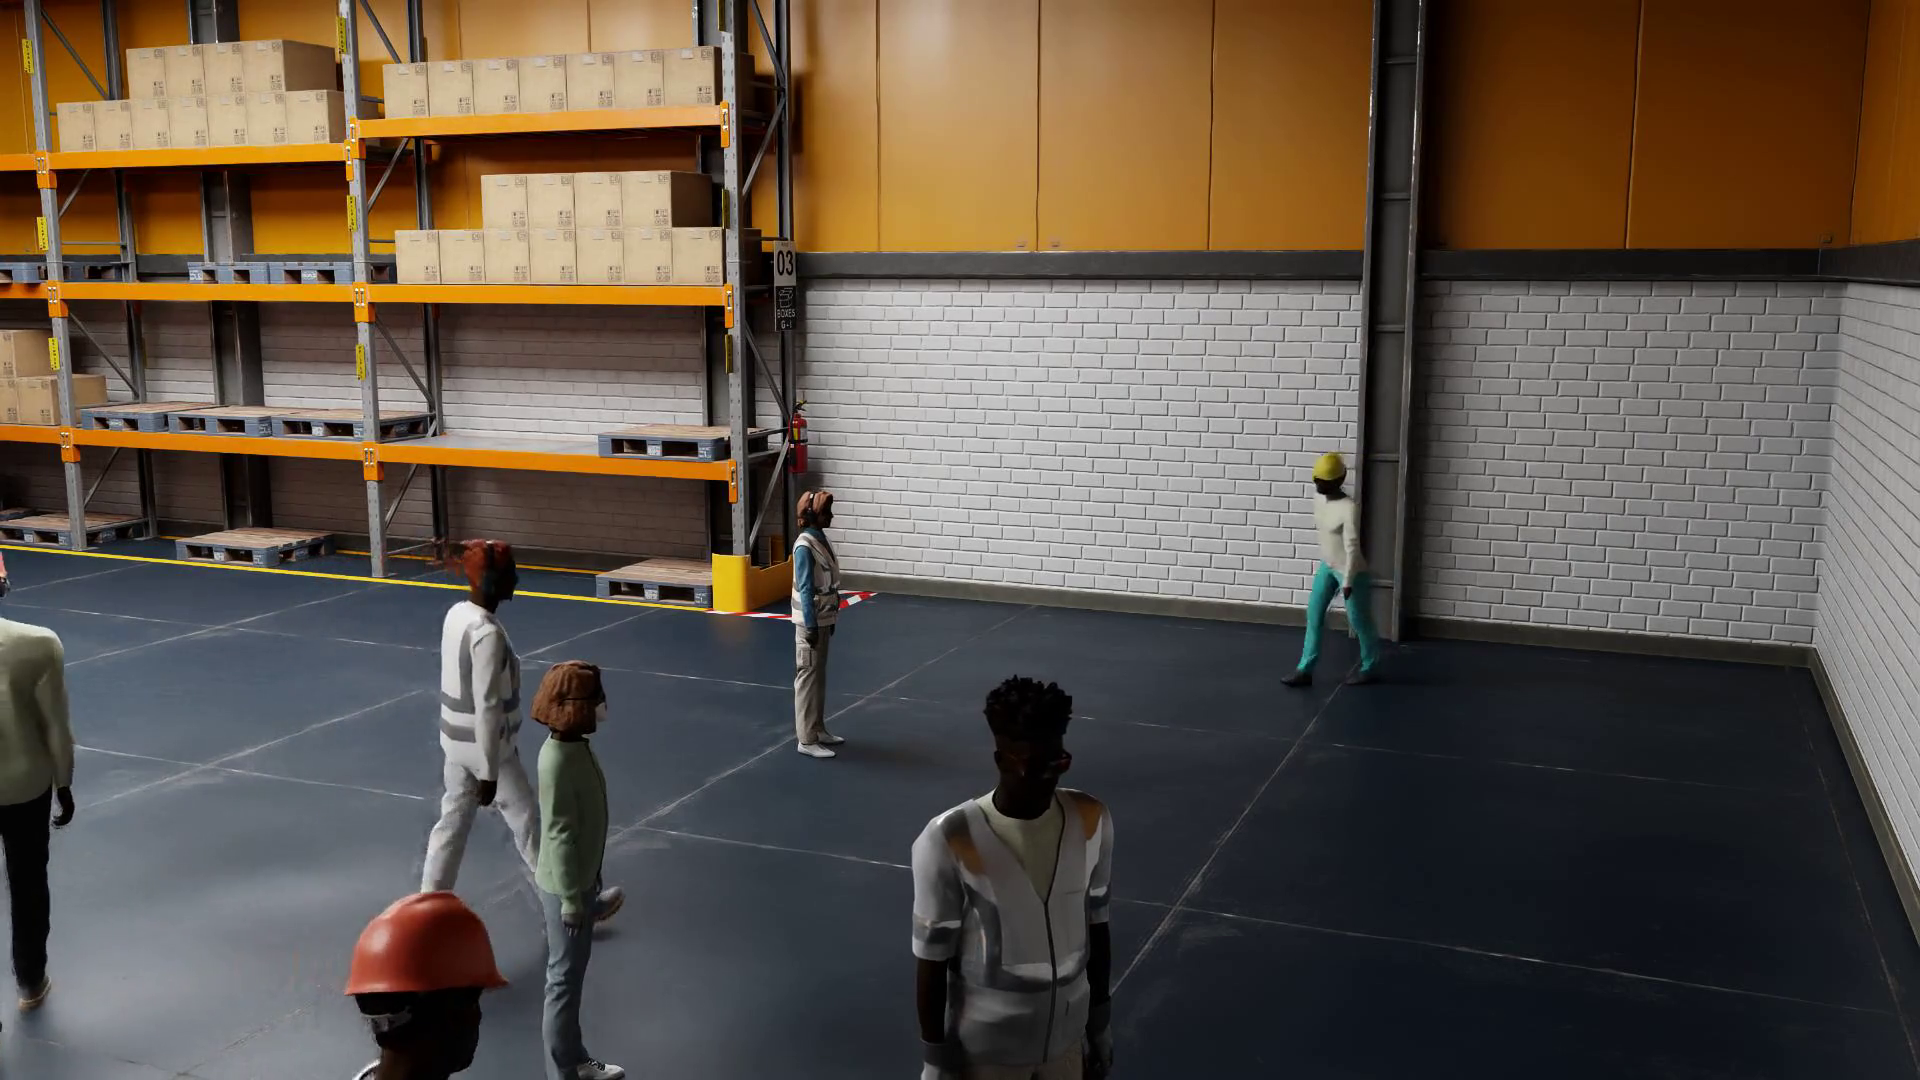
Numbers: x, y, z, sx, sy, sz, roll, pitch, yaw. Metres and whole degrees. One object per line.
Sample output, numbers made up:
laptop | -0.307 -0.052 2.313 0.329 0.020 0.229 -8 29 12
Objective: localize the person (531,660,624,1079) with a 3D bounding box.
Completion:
person | -1.364 1.227 5.932 0.279 1.634 0.499 -1 9 -6

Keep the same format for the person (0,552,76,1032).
person | -3.791 0.966 6.491 0.614 1.975 0.772 -4 10 -24

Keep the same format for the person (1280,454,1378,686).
person | 2.656 0.223 11.796 0.840 1.695 0.551 -4 10 -24

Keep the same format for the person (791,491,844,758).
person | -0.891 0.509 10.267 0.308 1.641 0.514 1 9 7

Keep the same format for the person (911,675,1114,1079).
person | 0.155 1.310 4.468 0.607 1.958 0.378 -5 11 -29

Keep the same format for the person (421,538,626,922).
person | -2.002 0.896 7.311 0.965 1.832 0.596 -6 11 -34

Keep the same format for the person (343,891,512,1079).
person | -0.960 1.587 2.989 0.396 1.894 0.574 -3 10 -15
